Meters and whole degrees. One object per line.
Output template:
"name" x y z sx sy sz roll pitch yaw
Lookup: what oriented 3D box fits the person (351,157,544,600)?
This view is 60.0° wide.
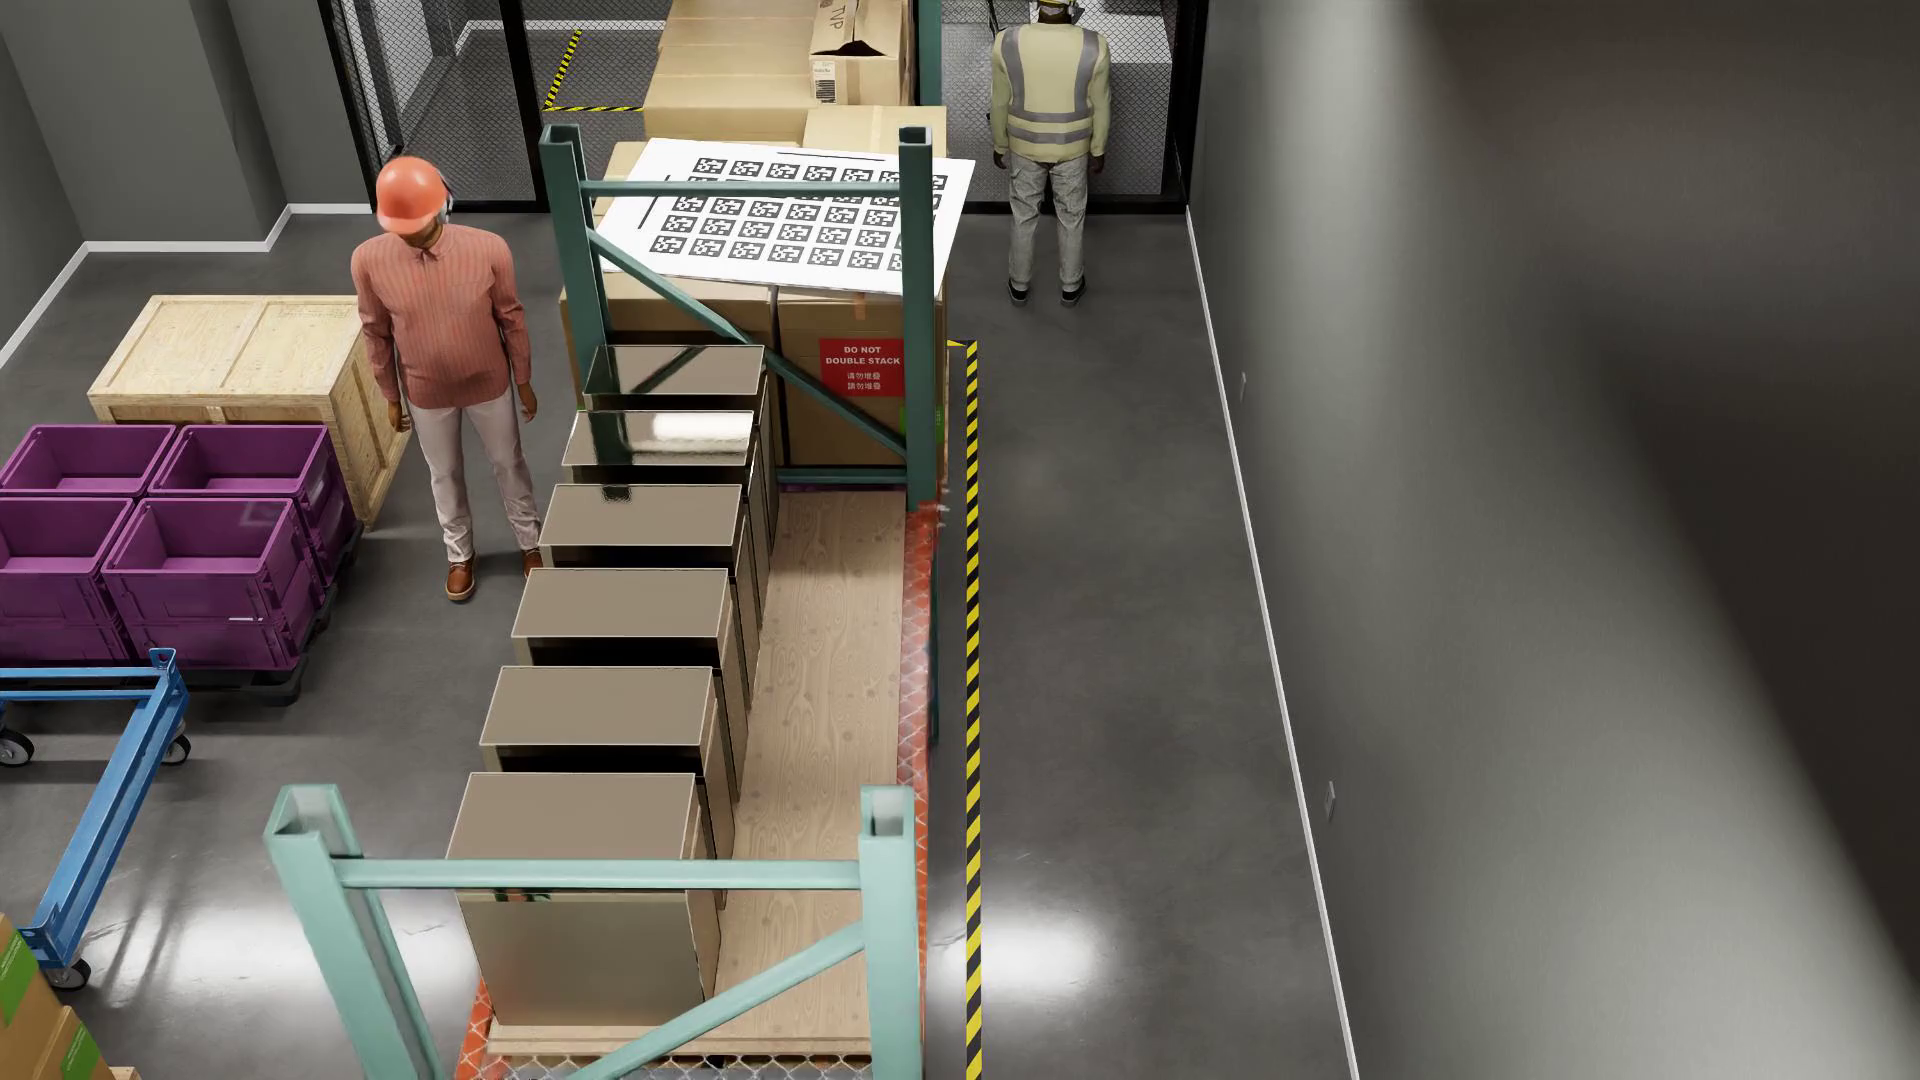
"person" -1.978 -0.613 6.552 0.612 1.986 0.387 -10 42 -11

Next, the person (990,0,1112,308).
"person" 0.445 -1.987 8.237 0.596 1.832 0.404 3 41 4
